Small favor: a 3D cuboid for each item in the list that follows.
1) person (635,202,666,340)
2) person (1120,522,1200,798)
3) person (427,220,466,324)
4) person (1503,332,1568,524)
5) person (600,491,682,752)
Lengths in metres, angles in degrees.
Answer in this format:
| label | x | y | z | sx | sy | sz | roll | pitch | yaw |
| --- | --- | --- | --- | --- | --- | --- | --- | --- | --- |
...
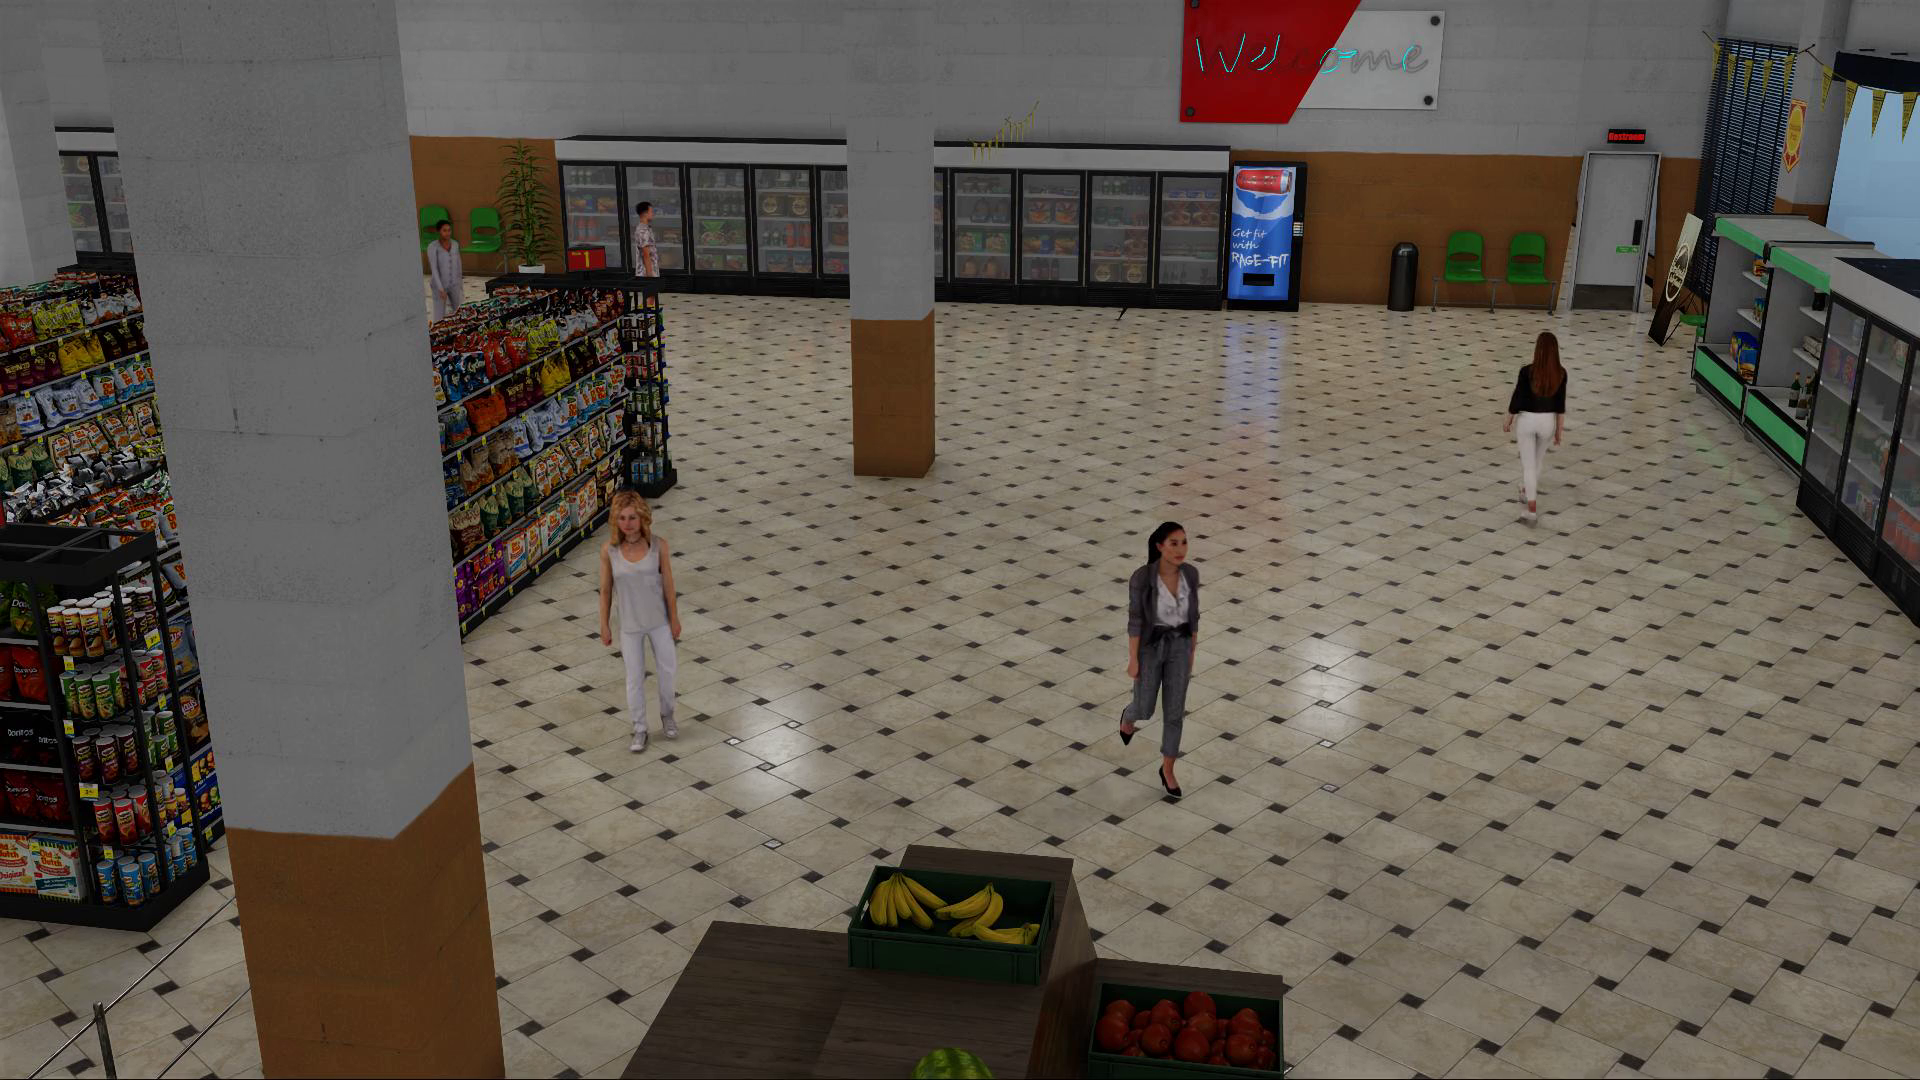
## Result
| label | x | y | z | sx | sy | sz | roll | pitch | yaw |
| --- | --- | --- | --- | --- | --- | --- | --- | --- | --- |
| person | -4.236 | -3.651 | 22.481 | 0.807 | 1.816 | 0.658 | -5 | 19 | -15 |
| person | 1.163 | 0.675 | 9.895 | 0.853 | 1.661 | 1.009 | -6 | 19 | -16 |
| person | -6.731 | -3.304 | 21.667 | 1.112 | 1.678 | 1.129 | -15 | 24 | -37 |
| person | 5.124 | -0.965 | 14.752 | 0.695 | 1.665 | 1.108 | 1 | 19 | 3 |
| person | -1.988 | 0.476 | 10.477 | 0.718 | 1.667 | 0.711 | -2 | 19 | -6 |
